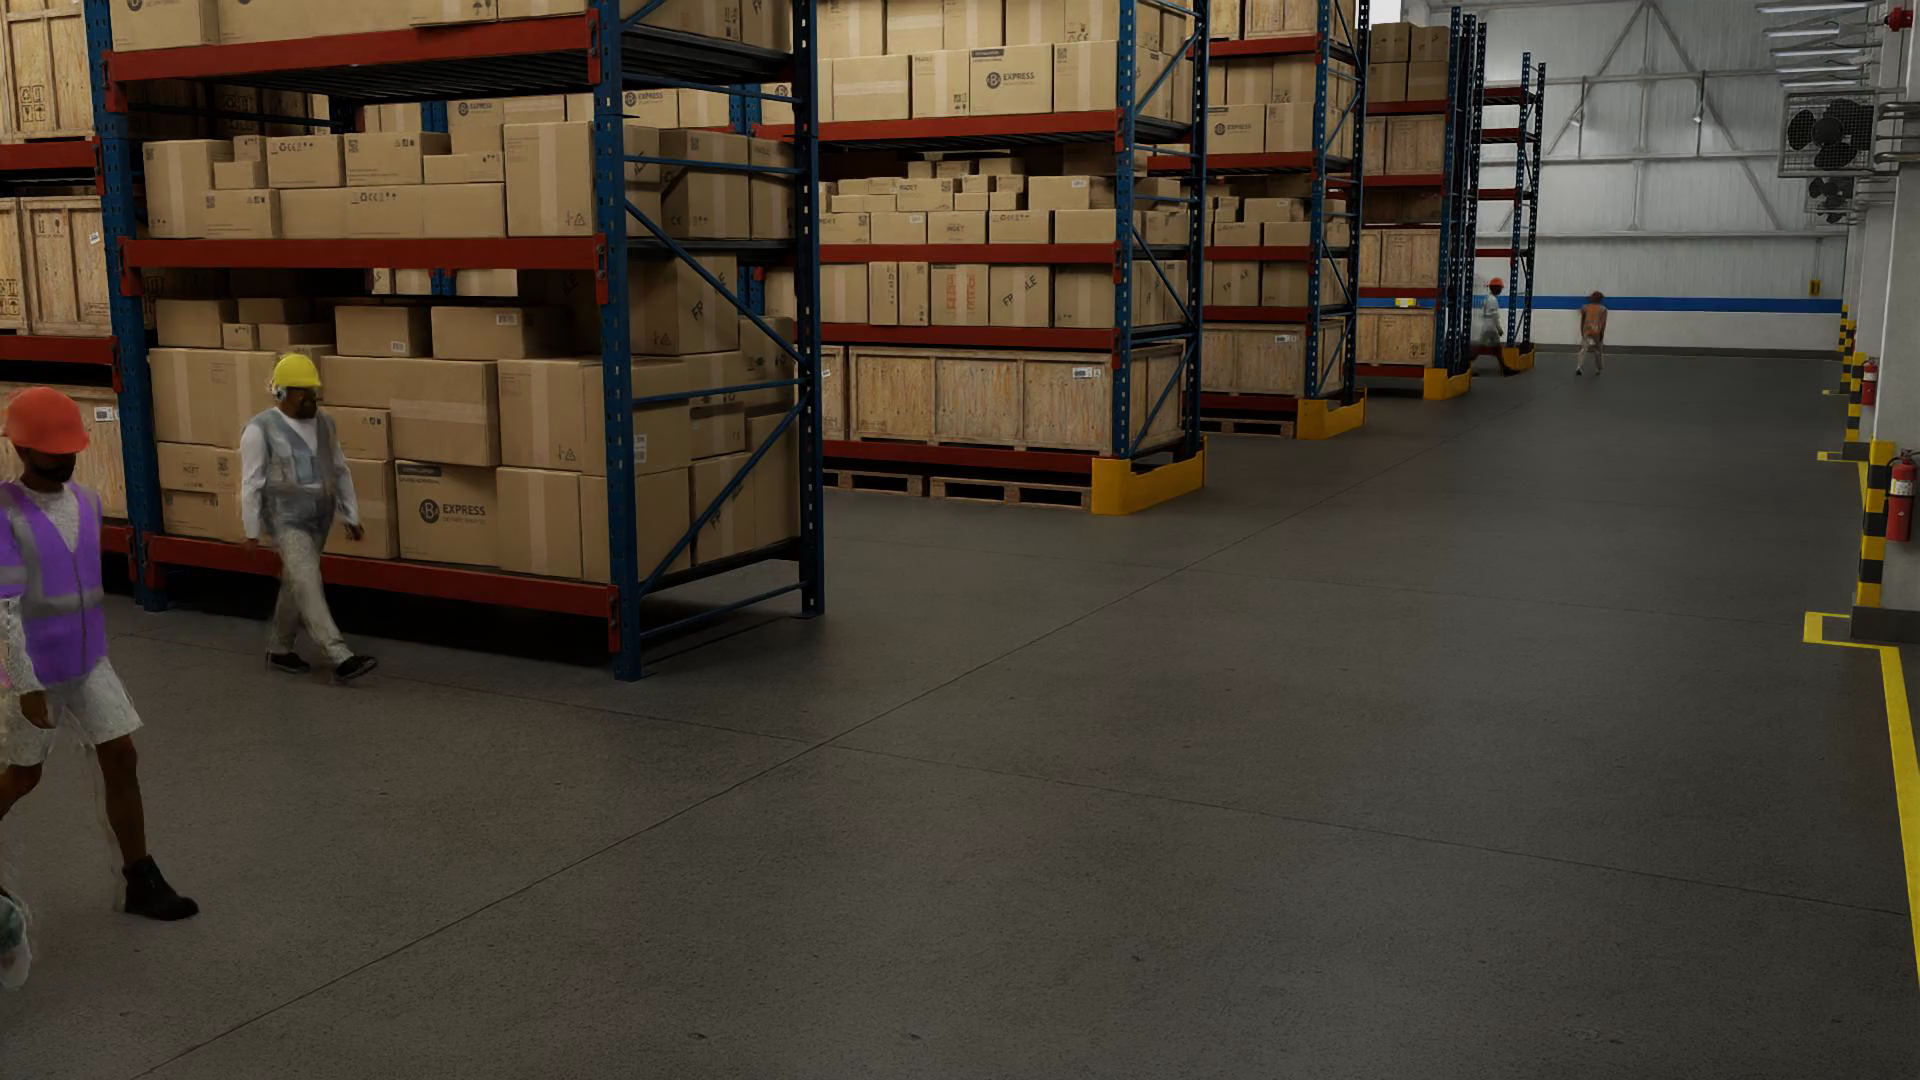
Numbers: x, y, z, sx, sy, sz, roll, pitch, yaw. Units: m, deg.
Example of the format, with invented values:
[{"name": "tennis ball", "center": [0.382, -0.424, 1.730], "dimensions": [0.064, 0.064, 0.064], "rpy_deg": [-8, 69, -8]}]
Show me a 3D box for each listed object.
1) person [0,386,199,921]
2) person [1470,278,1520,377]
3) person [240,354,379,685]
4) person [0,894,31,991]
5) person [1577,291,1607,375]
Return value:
[{"name": "person", "center": [-3.188, 0.409, 5.753], "dimensions": [0.901, 1.896, 0.547], "rpy_deg": [3, 10, 19]}, {"name": "person", "center": [9.991, -3.979, 31.245], "dimensions": [1.036, 1.869, 0.568], "rpy_deg": [4, 11, 24]}, {"name": "person", "center": [-3.510, -0.110, 9.036], "dimensions": [0.912, 1.781, 0.623], "rpy_deg": [4, 11, 24]}, {"name": "person", "center": [-3.068, 0.667, 4.796], "dimensions": [0.520, 1.706, 0.743], "rpy_deg": [2, 10, 10]}, {"name": "person", "center": [12.137, -3.974, 31.958], "dimensions": [0.521, 1.599, 0.853], "rpy_deg": [8, 13, 39]}]
